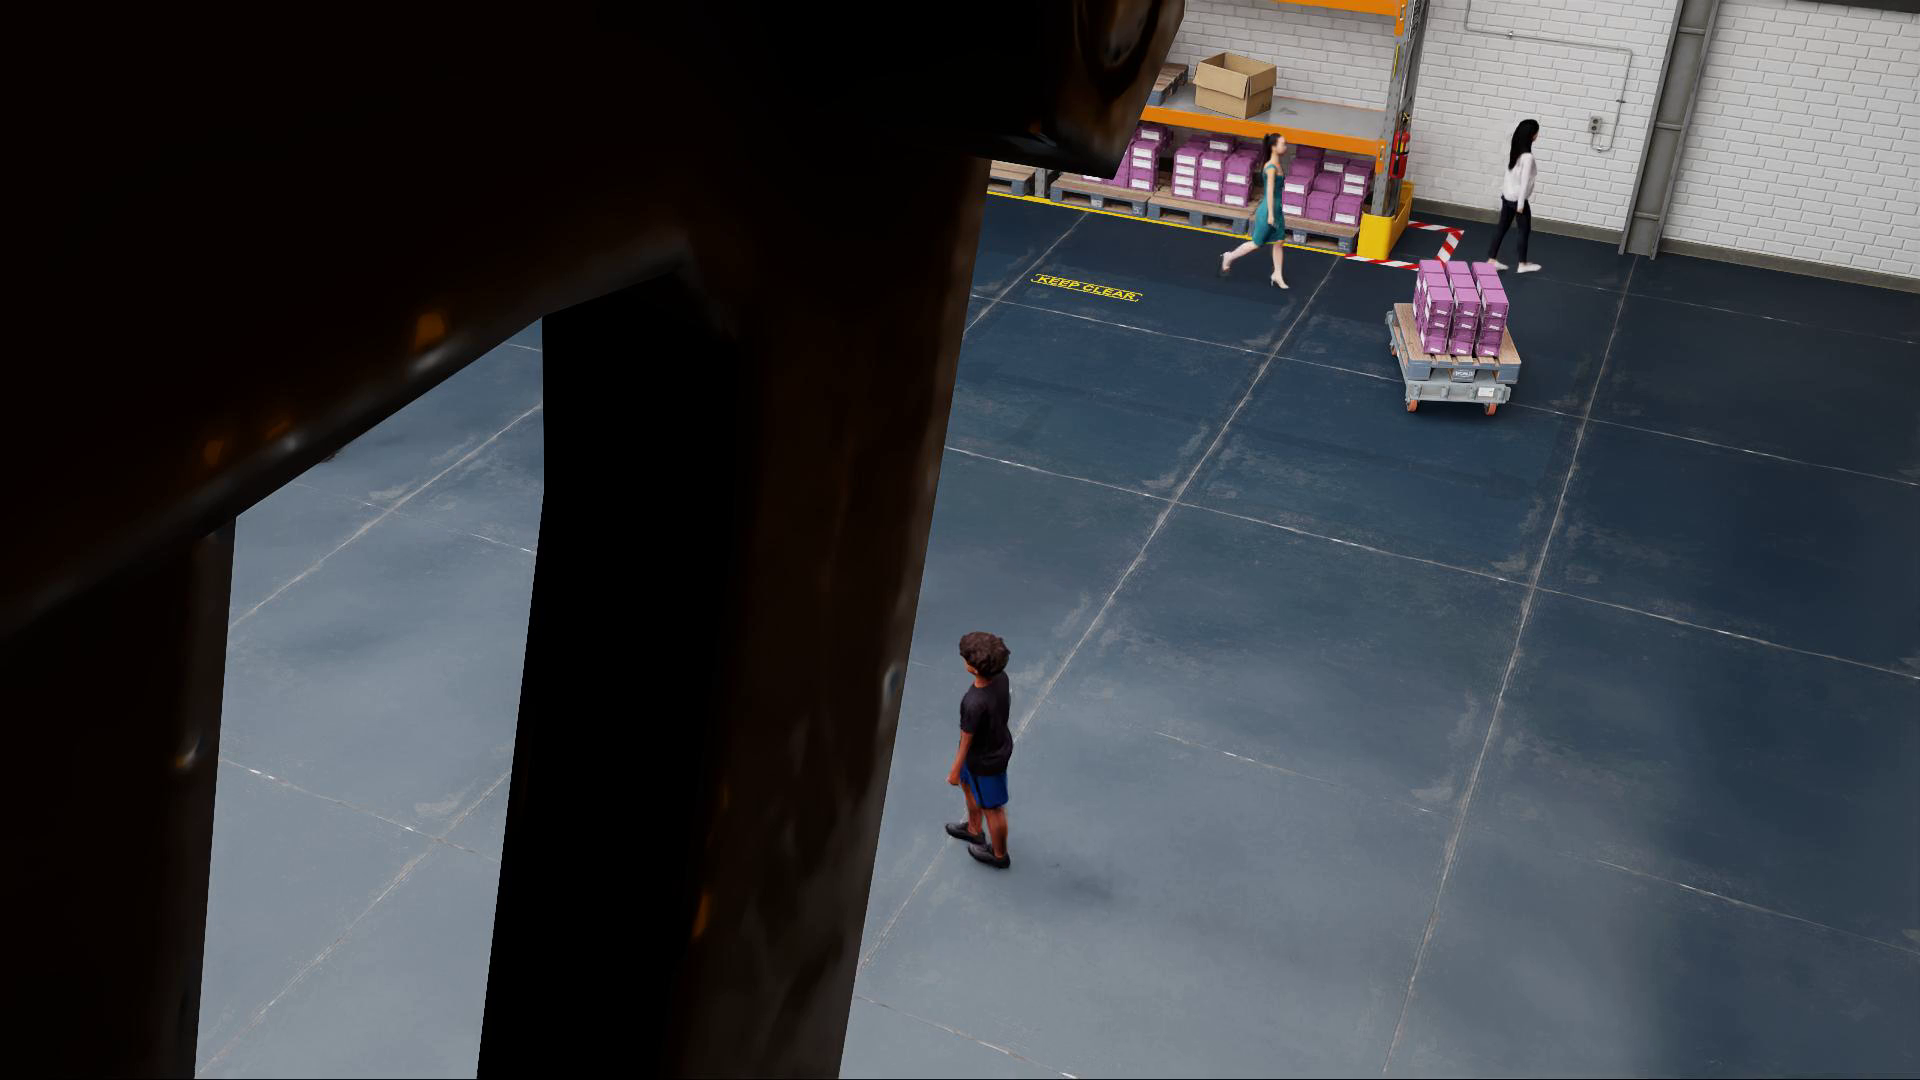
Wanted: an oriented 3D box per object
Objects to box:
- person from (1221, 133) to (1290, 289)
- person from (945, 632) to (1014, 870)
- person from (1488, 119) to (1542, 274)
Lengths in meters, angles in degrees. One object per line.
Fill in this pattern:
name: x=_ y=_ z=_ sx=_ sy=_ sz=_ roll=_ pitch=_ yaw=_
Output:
person: x=3.162 y=-3.428 z=17.425 sx=0.982 sy=1.660 sz=0.544 roll=14 pitch=36 yaw=20
person: x=0.240 y=1.327 z=10.158 sx=0.700 sy=1.784 sz=0.626 roll=14 pitch=36 yaw=21
person: x=5.847 y=-3.644 z=17.724 sx=0.937 sy=1.688 sz=0.856 roll=-4 pitch=34 yaw=-6
